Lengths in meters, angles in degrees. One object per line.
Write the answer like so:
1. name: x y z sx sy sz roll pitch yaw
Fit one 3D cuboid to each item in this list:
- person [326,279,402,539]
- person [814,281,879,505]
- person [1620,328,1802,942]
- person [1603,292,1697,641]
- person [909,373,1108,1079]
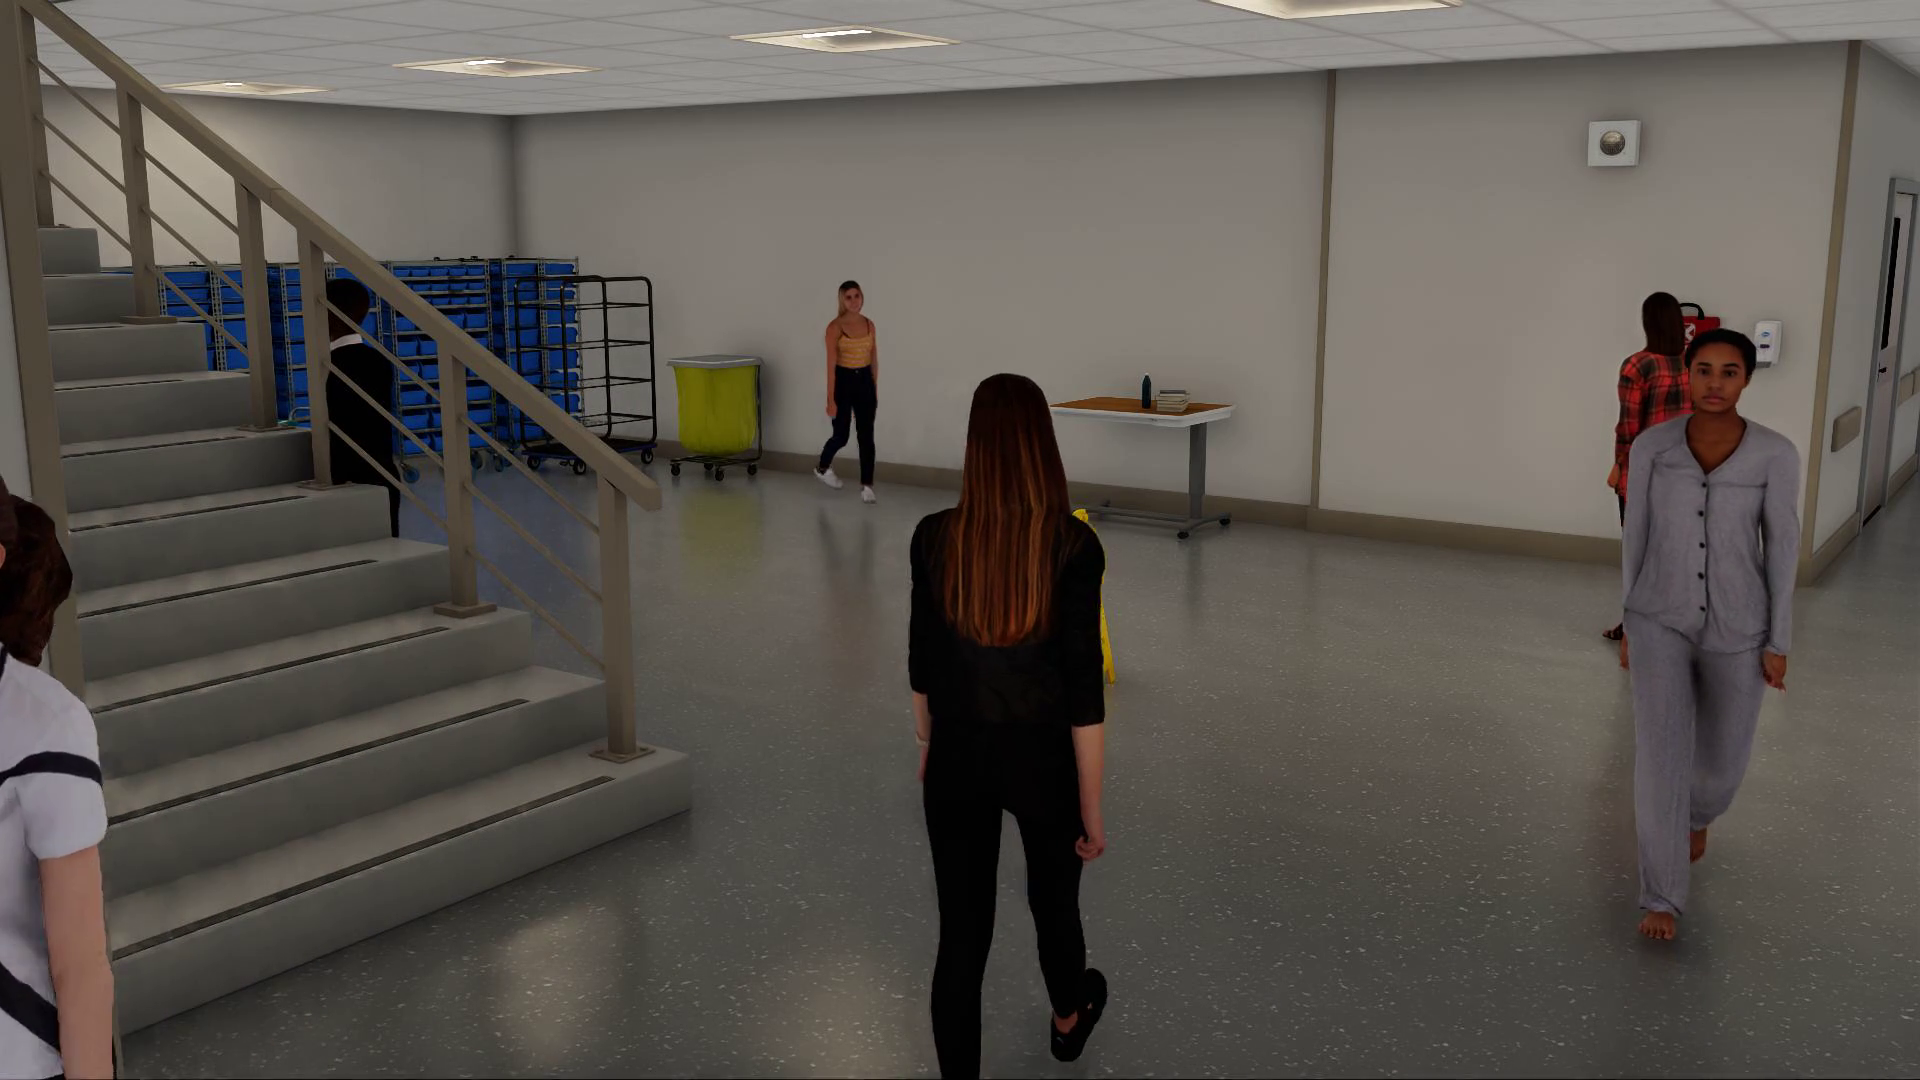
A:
1. person: -2.420 -0.159 6.785 0.695 1.808 0.714 2 11 11
2. person: -0.823 -1.056 12.116 0.949 1.584 1.183 -6 12 -30
3. person: 2.180 0.253 4.896 1.076 1.703 0.817 5 12 24
4. person: 3.355 -0.341 8.033 0.703 1.701 0.738 -3 11 -18
5. person: 0.059 0.526 3.509 1.041 1.684 0.892 4 11 18
